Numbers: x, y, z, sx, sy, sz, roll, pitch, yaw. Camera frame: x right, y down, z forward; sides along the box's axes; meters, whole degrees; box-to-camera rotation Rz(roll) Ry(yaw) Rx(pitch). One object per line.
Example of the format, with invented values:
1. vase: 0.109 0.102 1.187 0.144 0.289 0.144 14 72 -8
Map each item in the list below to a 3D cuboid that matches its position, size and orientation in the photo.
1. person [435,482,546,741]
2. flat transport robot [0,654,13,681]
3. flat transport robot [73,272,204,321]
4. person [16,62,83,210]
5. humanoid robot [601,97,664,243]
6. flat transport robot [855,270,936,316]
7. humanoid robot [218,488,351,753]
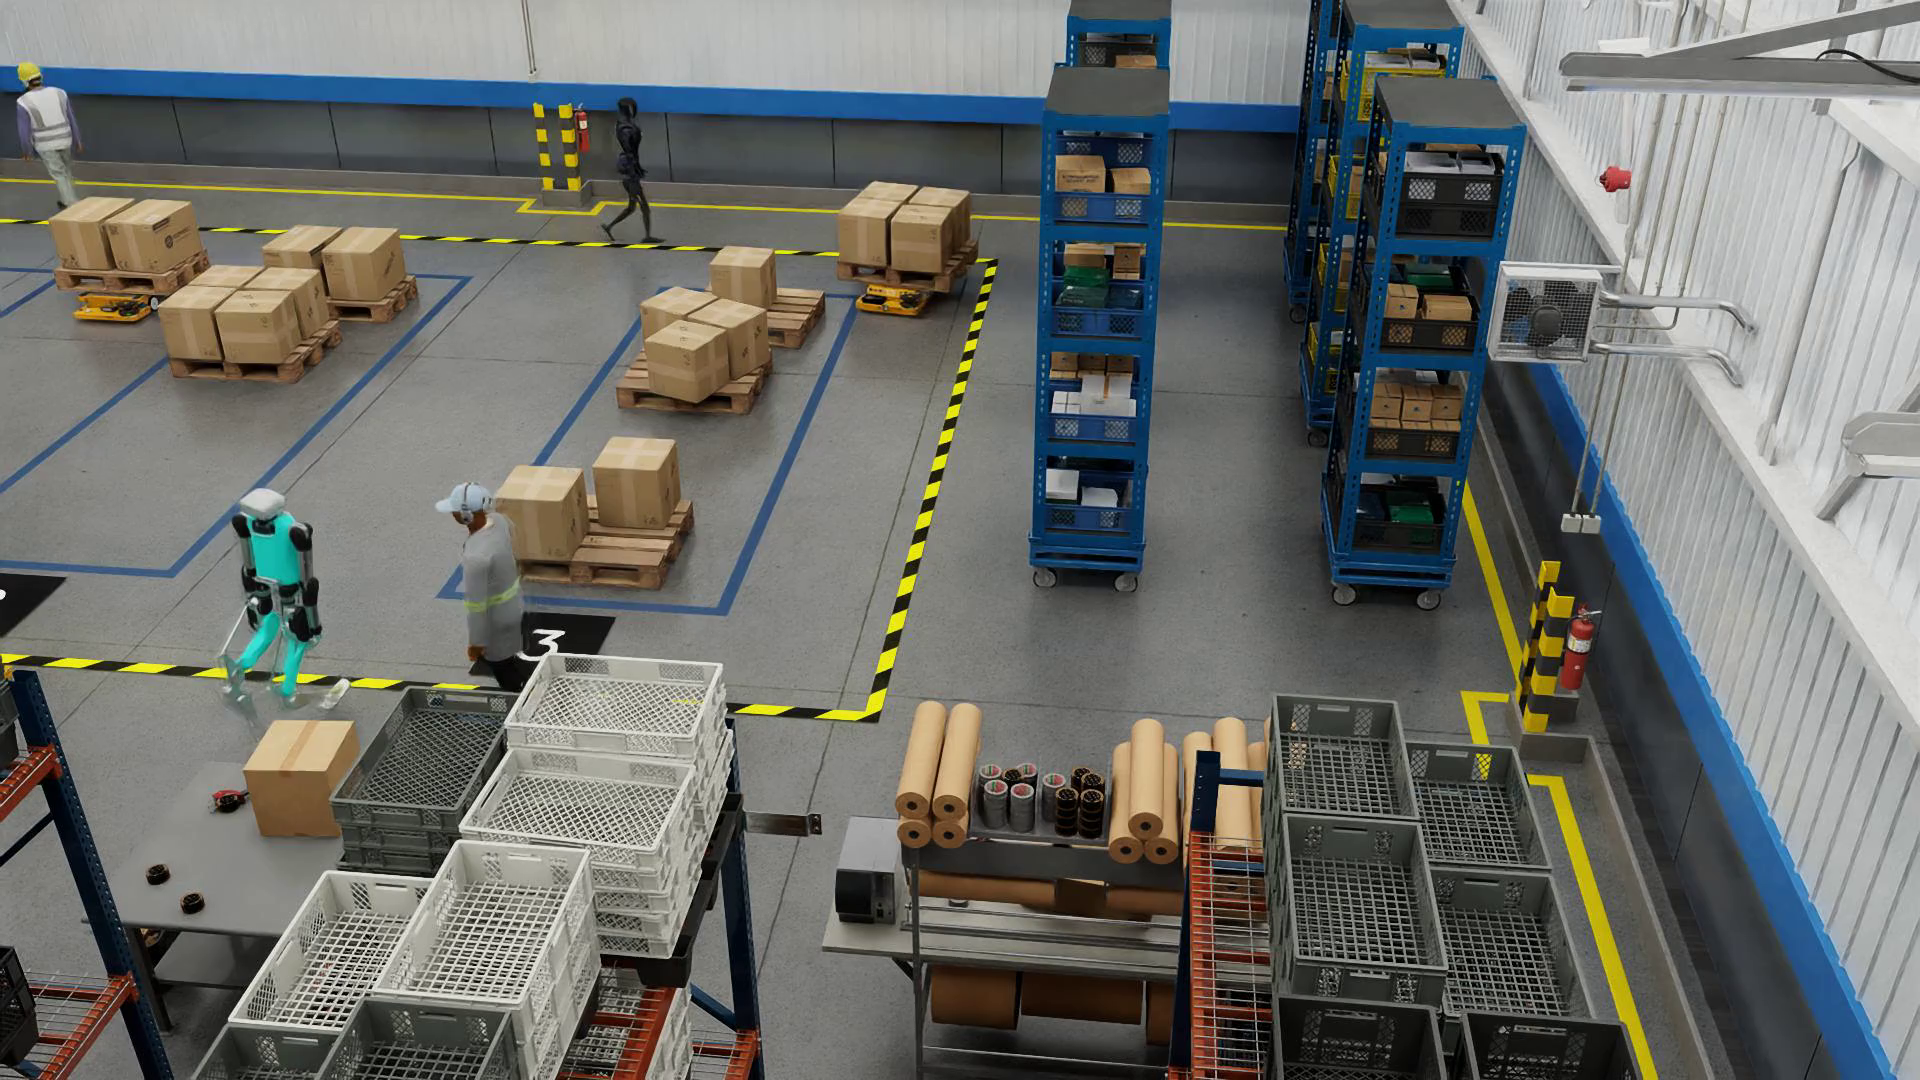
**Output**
1. person: -2.915 0.473 10.306 0.435 1.840 0.605 -2 30 -3
2. flat transport robot: -7.142 0.969 11.010 1.431 0.231 0.659 3 30 6
3. flat transport robot: -8.443 -2.620 17.146 0.652 0.197 1.431 4 30 6
4. person: -10.405 -4.532 18.932 0.837 1.793 0.612 18 35 28
5. humanoid robot: -3.672 -4.048 18.265 0.701 1.641 0.612 -2 30 -3
6. flat transport robot: -0.537 -2.713 17.306 0.652 0.197 1.431 9 31 15
7. humanoid robot: -4.266 0.568 10.258 0.548 1.747 1.047 10 32 17
